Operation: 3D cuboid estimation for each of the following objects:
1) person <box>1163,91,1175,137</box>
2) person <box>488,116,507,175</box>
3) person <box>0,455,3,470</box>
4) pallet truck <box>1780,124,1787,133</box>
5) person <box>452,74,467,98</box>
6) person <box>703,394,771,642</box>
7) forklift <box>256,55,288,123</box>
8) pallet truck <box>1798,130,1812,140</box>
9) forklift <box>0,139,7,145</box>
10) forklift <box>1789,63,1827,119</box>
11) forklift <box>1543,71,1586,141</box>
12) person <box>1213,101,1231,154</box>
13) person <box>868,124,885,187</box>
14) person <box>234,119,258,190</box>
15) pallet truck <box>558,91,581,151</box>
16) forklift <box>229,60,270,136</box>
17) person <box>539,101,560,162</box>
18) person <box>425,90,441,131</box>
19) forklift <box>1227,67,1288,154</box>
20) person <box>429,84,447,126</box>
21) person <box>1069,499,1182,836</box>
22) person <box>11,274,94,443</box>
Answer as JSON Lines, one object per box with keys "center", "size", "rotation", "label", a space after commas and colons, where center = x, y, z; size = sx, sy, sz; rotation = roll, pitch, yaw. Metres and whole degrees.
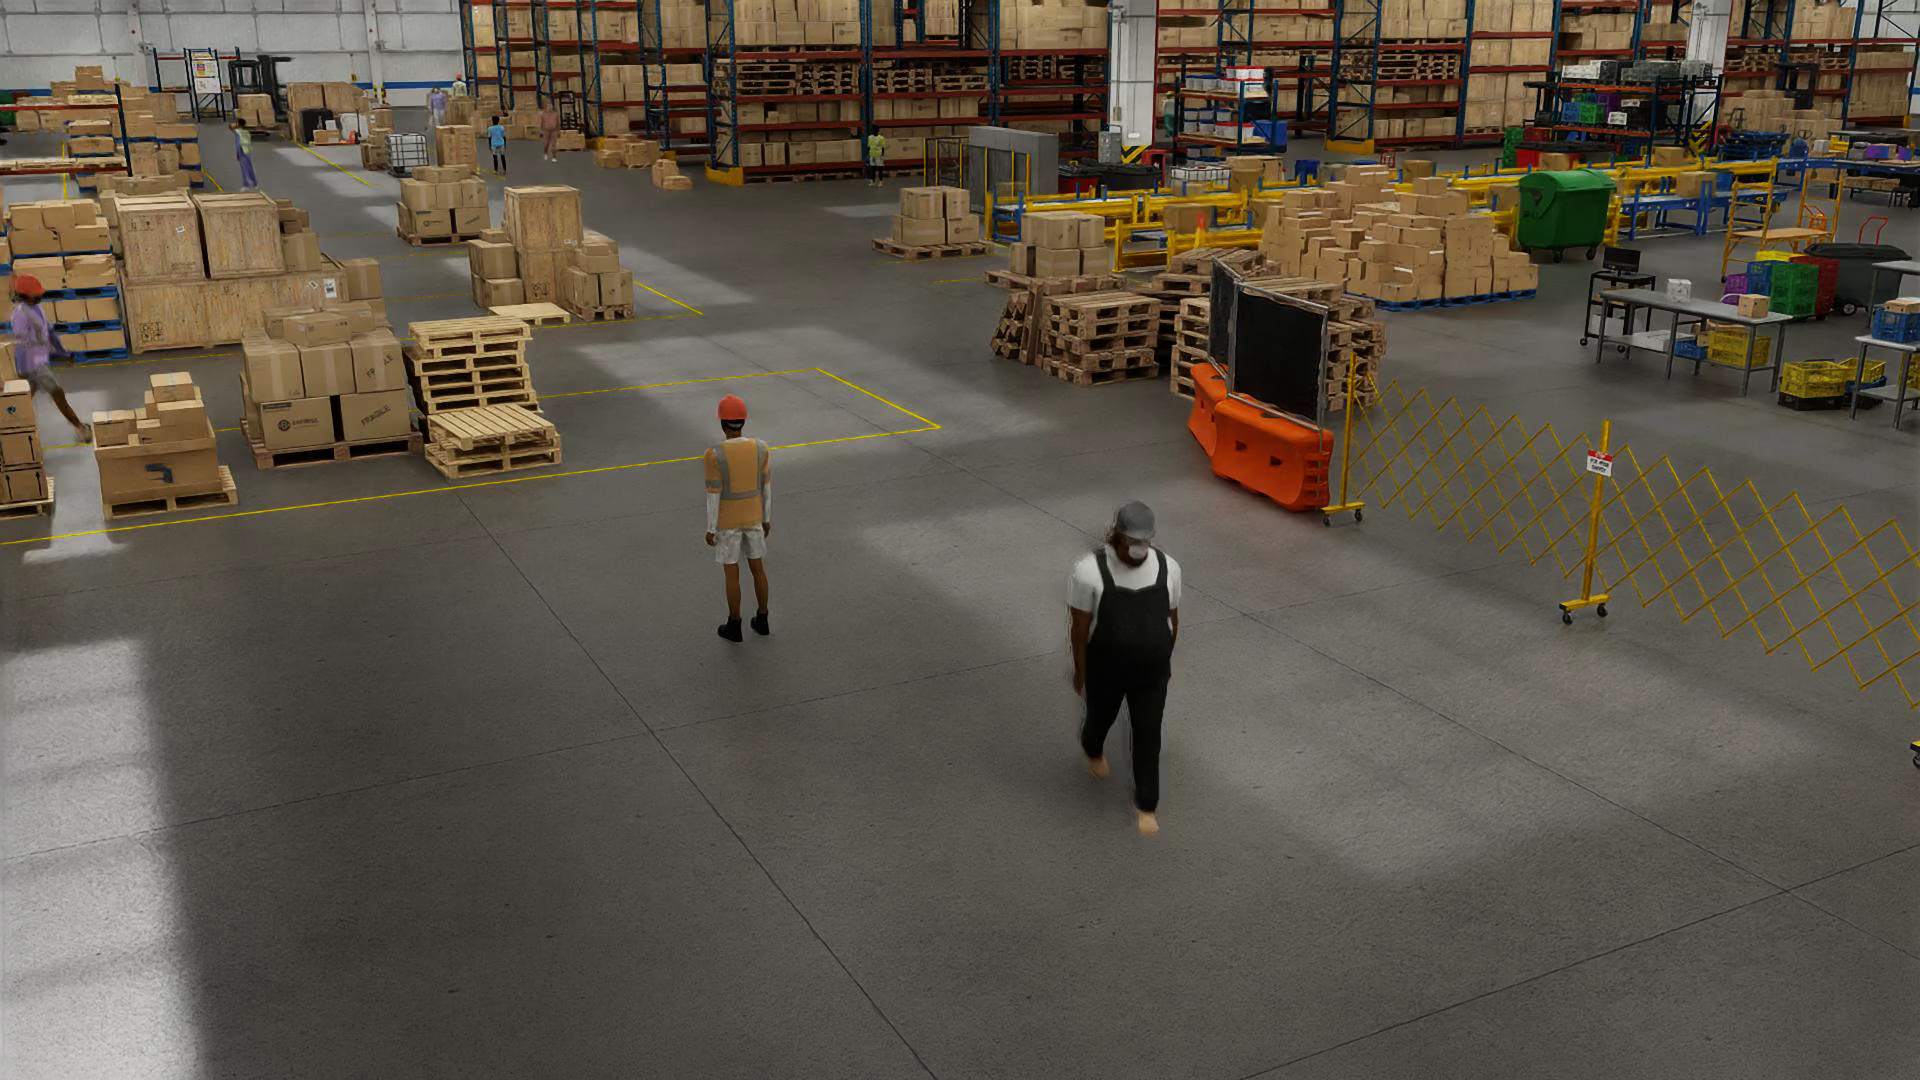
{"center": [7.900, -16.072, 62.769], "size": [0.530, 1.751, 0.597], "rotation": [-7, 19, -22], "label": "person"}
{"center": [-13.614, -11.619, 48.960], "size": [0.541, 1.698, 0.315], "rotation": [-10, 20, -27], "label": "person"}
{"center": [-8.909, -0.718, 14.741], "size": [0.680, 1.866, 1.109], "rotation": [-7, 19, -20], "label": "person"}
{"center": [25.206, -12.542, 52.601], "size": [1.601, 1.201, 0.680], "rotation": [0, 18, -2], "label": "pallet truck"}
{"center": [-21.554, -19.090, 71.774], "size": [0.616, 1.993, 0.395], "rotation": [2, 18, 8], "label": "person"}
{"center": [-1.730, -0.172, 12.889], "size": [0.550, 1.935, 0.376], "rotation": [-11, 21, -31], "label": "person"}
{"center": [-29.210, -19.009, 70.098], "size": [1.873, 2.768, 1.129], "rotation": [-9, 20, -26], "label": "forklift"}
{"center": [25.526, -11.556, 49.408], "size": [1.630, 1.274, 0.653], "rotation": [-9, 20, -26], "label": "pallet truck"}
{"center": [-35.006, -15.382, 58.790], "size": [1.873, 2.768, 1.129], "rotation": [-9, 20, -26], "label": "forklift"}
{"center": [30.390, -15.821, 60.157], "size": [1.873, 2.768, 1.129], "rotation": [-9, 20, -26], "label": "forklift"}
{"center": [18.685, -13.231, 52.085], "size": [1.873, 2.768, 1.129], "rotation": [-9, 20, -26], "label": "forklift"}
{"center": [8.781, -13.954, 55.957], "size": [0.646, 1.877, 0.718], "rotation": [-4, 18, -13], "label": "person"}
{"center": [-2.298, -10.516, 45.523], "size": [0.532, 1.697, 0.322], "rotation": [10, 20, 29], "label": "person"}
{"center": [-19.316, -10.401, 44.896], "size": [0.381, 1.875, 0.732], "rotation": [4, 18, 13], "label": "person"}
{"center": [-13.495, -14.412, 57.188], "size": [0.823, 1.965, 1.885], "rotation": [-3, 18, -9], "label": "pallet truck"}
{"center": [-27.118, -16.804, 63.223], "size": [1.129, 2.768, 1.873], "rotation": [-9, 20, -26], "label": "forklift"}
{"center": [-13.040, -12.990, 52.919], "size": [0.675, 1.890, 0.474], "rotation": [-9, 20, -26], "label": "person"}
{"center": [-20.921, -17.065, 66.091], "size": [0.829, 1.606, 0.524], "rotation": [-4, 18, -13], "label": "person"}
{"center": [10.073, -14.444, 55.865], "size": [1.129, 2.768, 1.873], "rotation": [-10, 20, -29], "label": "forklift"}
{"center": [-20.043, -16.523, 63.898], "size": [0.636, 1.917, 0.716], "rotation": [-6, 19, -18], "label": "person"}
{"center": [0.996, 0.664, 10.118], "size": [0.684, 2.000, 0.955], "rotation": [-2, 18, -5], "label": "person"}
{"center": [-10.222, -1.997, 18.531], "size": [1.087, 1.963, 0.646], "rotation": [-6, 19, -17], "label": "person"}
